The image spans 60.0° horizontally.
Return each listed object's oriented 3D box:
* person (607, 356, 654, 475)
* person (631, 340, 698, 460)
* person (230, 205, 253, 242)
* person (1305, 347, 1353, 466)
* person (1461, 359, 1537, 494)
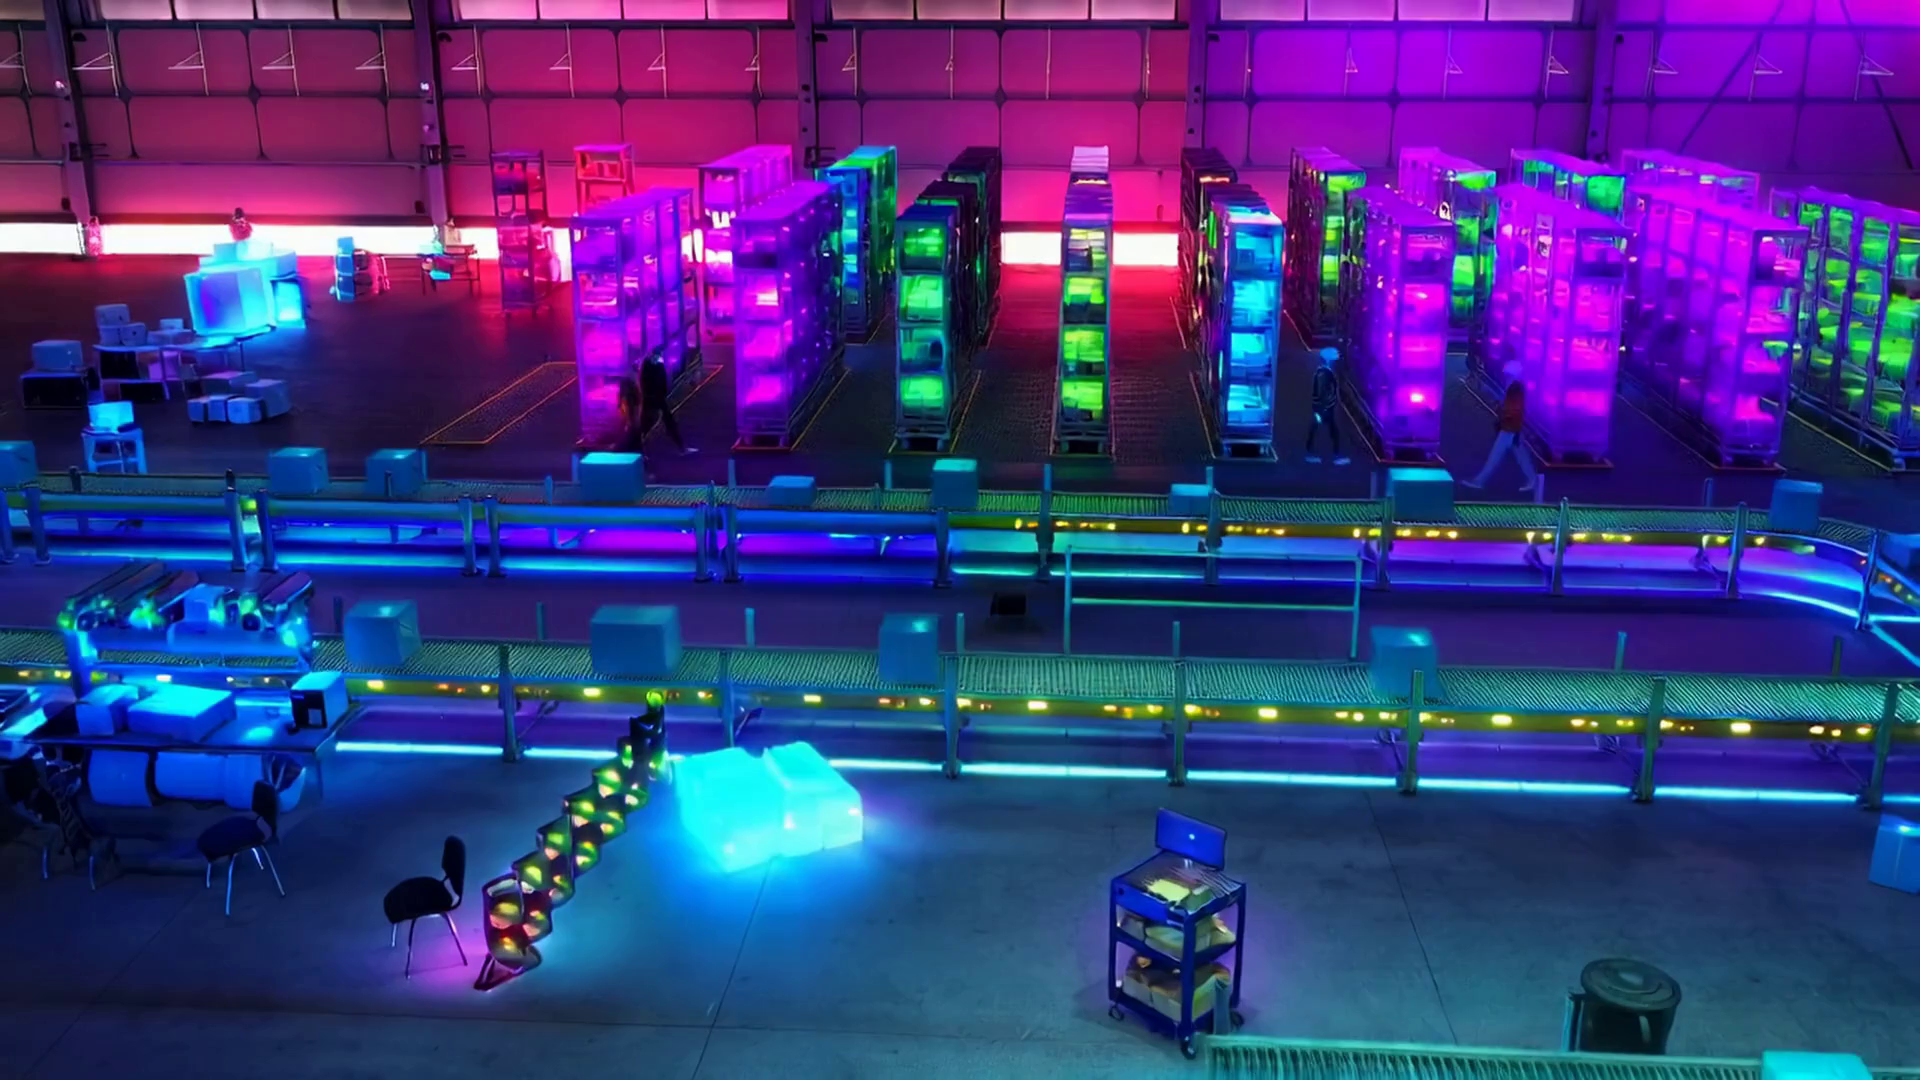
[{"bbox_3d":[-4.945,-1.793,24.295,0.754,1.814,0.574,0,17,0],"label":"person"},{"bbox_3d":[-4.565,-2.108,25.222,1.026,1.845,0.653,2,18,6],"label":"person"},{"bbox_3d":[-18.203,-7.526,42.266,0.361,1.939,0.543,16,23,41],"label":"person"},{"bbox_3d":[5.605,-1.999,24.945,0.807,1.800,0.626,3,18,11],"label":"person"},{"bbox_3d":[7.748,-1.591,23.456,1.060,1.945,0.625,6,18,18],"label":"person"}]
